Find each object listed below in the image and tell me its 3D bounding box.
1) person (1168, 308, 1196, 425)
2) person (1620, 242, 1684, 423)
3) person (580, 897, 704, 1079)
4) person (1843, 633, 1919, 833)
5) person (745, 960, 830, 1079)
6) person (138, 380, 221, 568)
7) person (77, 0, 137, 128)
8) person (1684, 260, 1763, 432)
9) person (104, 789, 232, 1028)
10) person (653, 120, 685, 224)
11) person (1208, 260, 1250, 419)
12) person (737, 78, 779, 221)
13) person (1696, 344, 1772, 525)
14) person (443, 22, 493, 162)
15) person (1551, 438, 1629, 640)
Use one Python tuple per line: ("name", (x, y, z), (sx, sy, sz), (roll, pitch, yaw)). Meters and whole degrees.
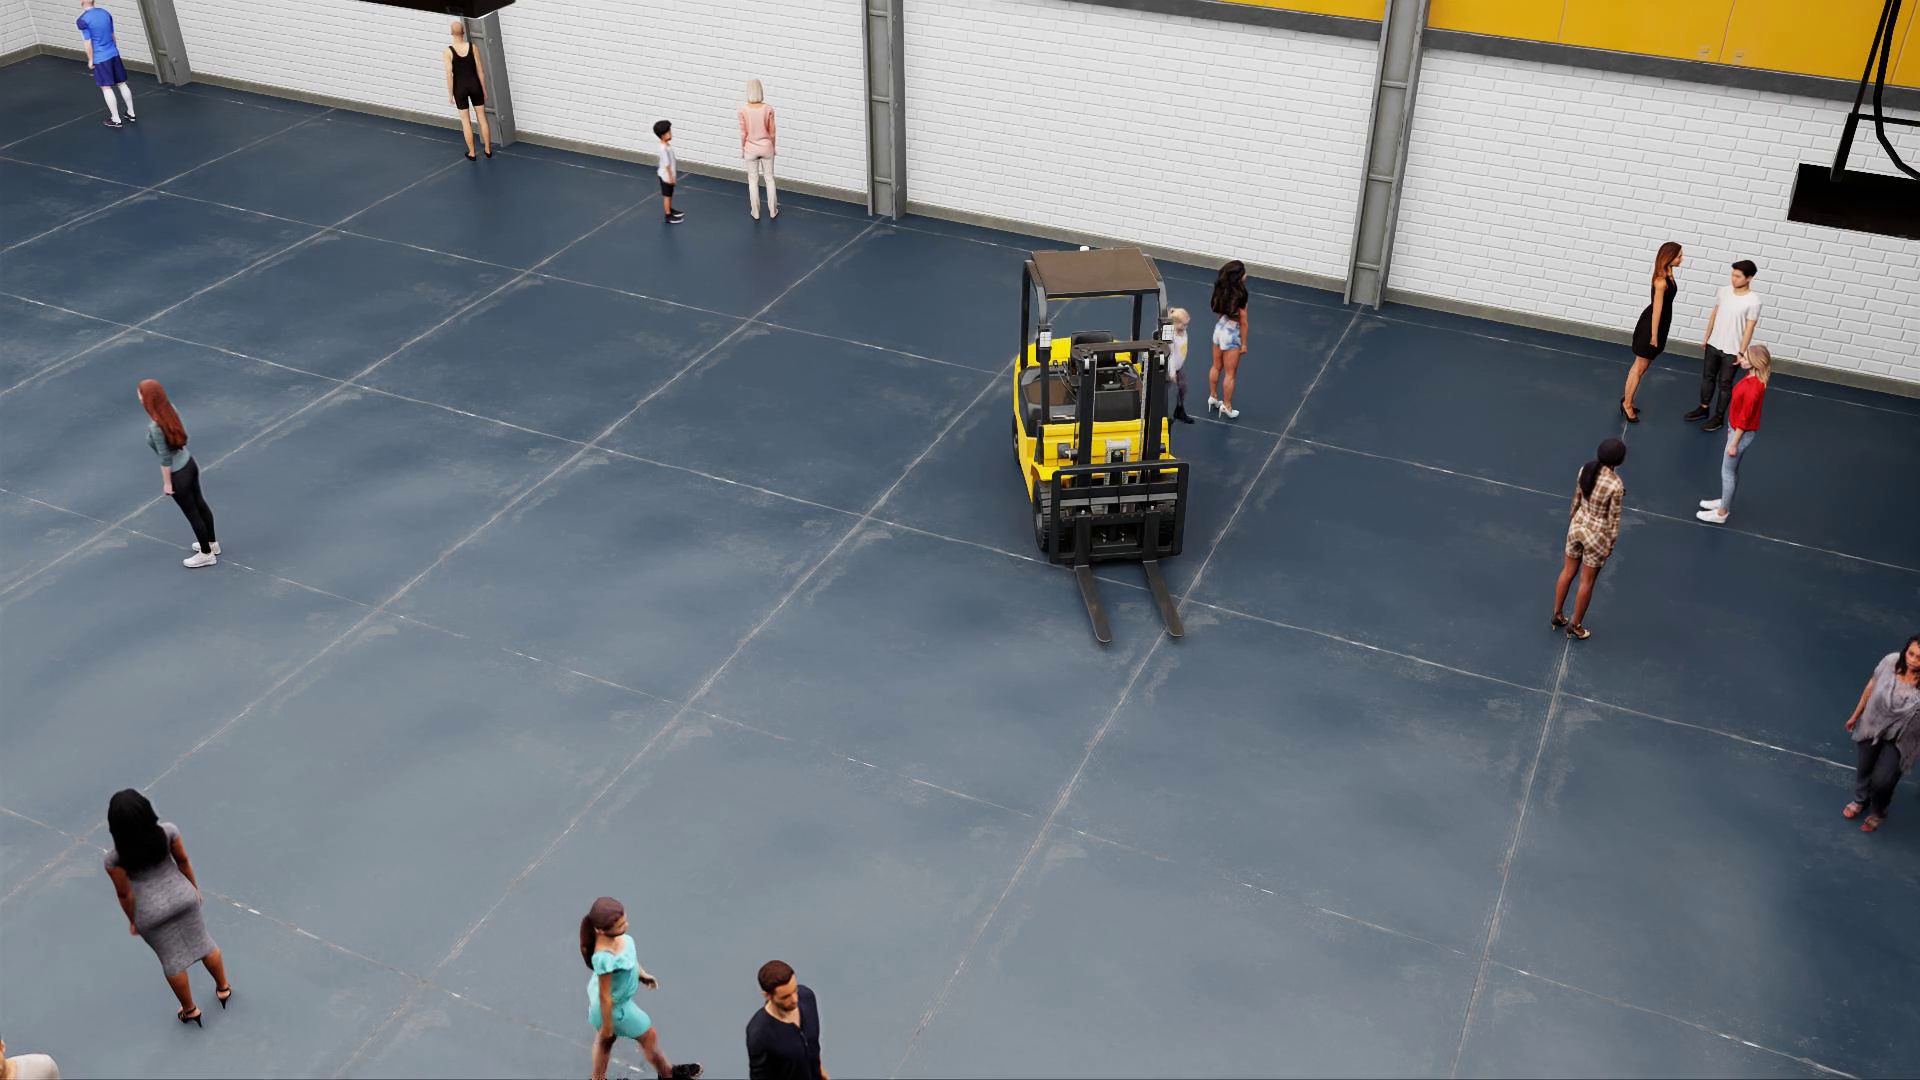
("person", (1.990, -1.692, 16.024), (0.675, 1.262, 0.582), (22, 40, 30))
("person", (6.638, -1.999, 15.968), (0.507, 1.835, 0.567), (14, 36, 20))
("person", (-2.016, 2.592, 9.338), (0.967, 1.528, 0.871), (-8, 34, -12))
("person", (6.373, 1.251, 11.297), (0.817, 1.593, 0.740), (-20, 39, -27))
("person", (-0.896, 2.854, 8.646), (0.579, 1.859, 0.665), (21, 39, 29))
("person", (-6.523, -0.560, 13.888), (0.654, 1.742, 0.649), (0, 34, 0))
("person", (-11.823, -6.669, 22.988), (0.552, 1.842, 0.656), (15, 36, 21))
("person", (7.347, -1.881, 15.899), (0.770, 1.716, 0.683), (-15, 37, -22))
("person", (-4.655, 2.162, 9.757), (0.648, 1.781, 0.639), (-27, 42, -35))
("person", (-3.578, -4.495, 20.246), (0.615, 1.257, 0.575), (-4, 34, -5))
("person", (2.591, -1.941, 16.070), (0.721, 1.626, 0.645), (-18, 37, -24))
("person", (-2.453, -4.759, 20.220), (0.651, 1.724, 0.742), (-7, 34, -10))
("person", (6.792, -0.926, 14.472), (0.503, 1.705, 0.604), (14, 36, 20))
("person", (-6.466, -5.902, 21.858), (0.716, 1.816, 0.724), (-18, 37, -24))
("person", (4.923, -0.010, 13.018), (0.740, 1.790, 0.656), (-17, 37, -24))
